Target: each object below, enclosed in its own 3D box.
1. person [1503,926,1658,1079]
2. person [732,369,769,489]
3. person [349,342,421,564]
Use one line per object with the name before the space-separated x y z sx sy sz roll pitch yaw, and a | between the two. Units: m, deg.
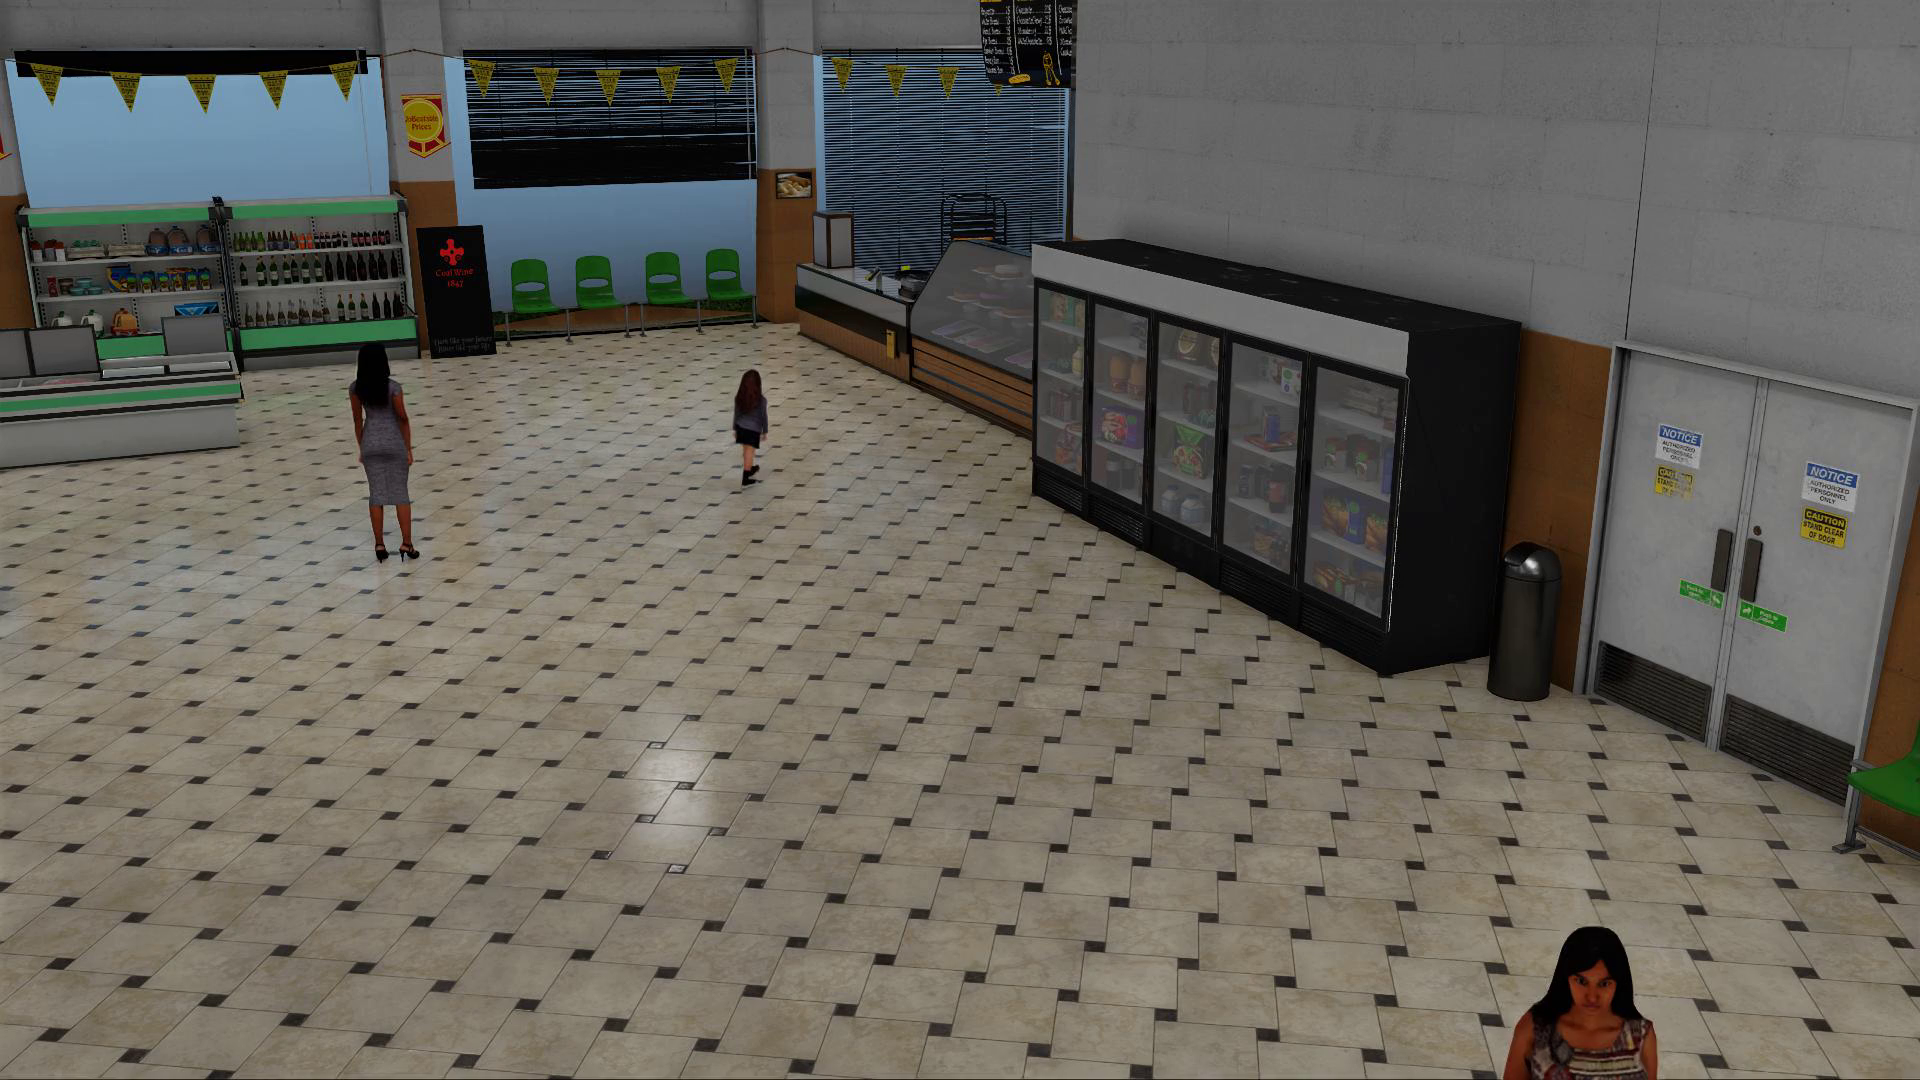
person | 1.862 1.870 5.050 0.789 1.632 0.855 5 18 16
person | -1.999 -1.031 15.570 0.739 1.072 0.792 5 18 17
person | -4.583 -0.694 13.238 0.590 1.781 0.718 0 17 0
